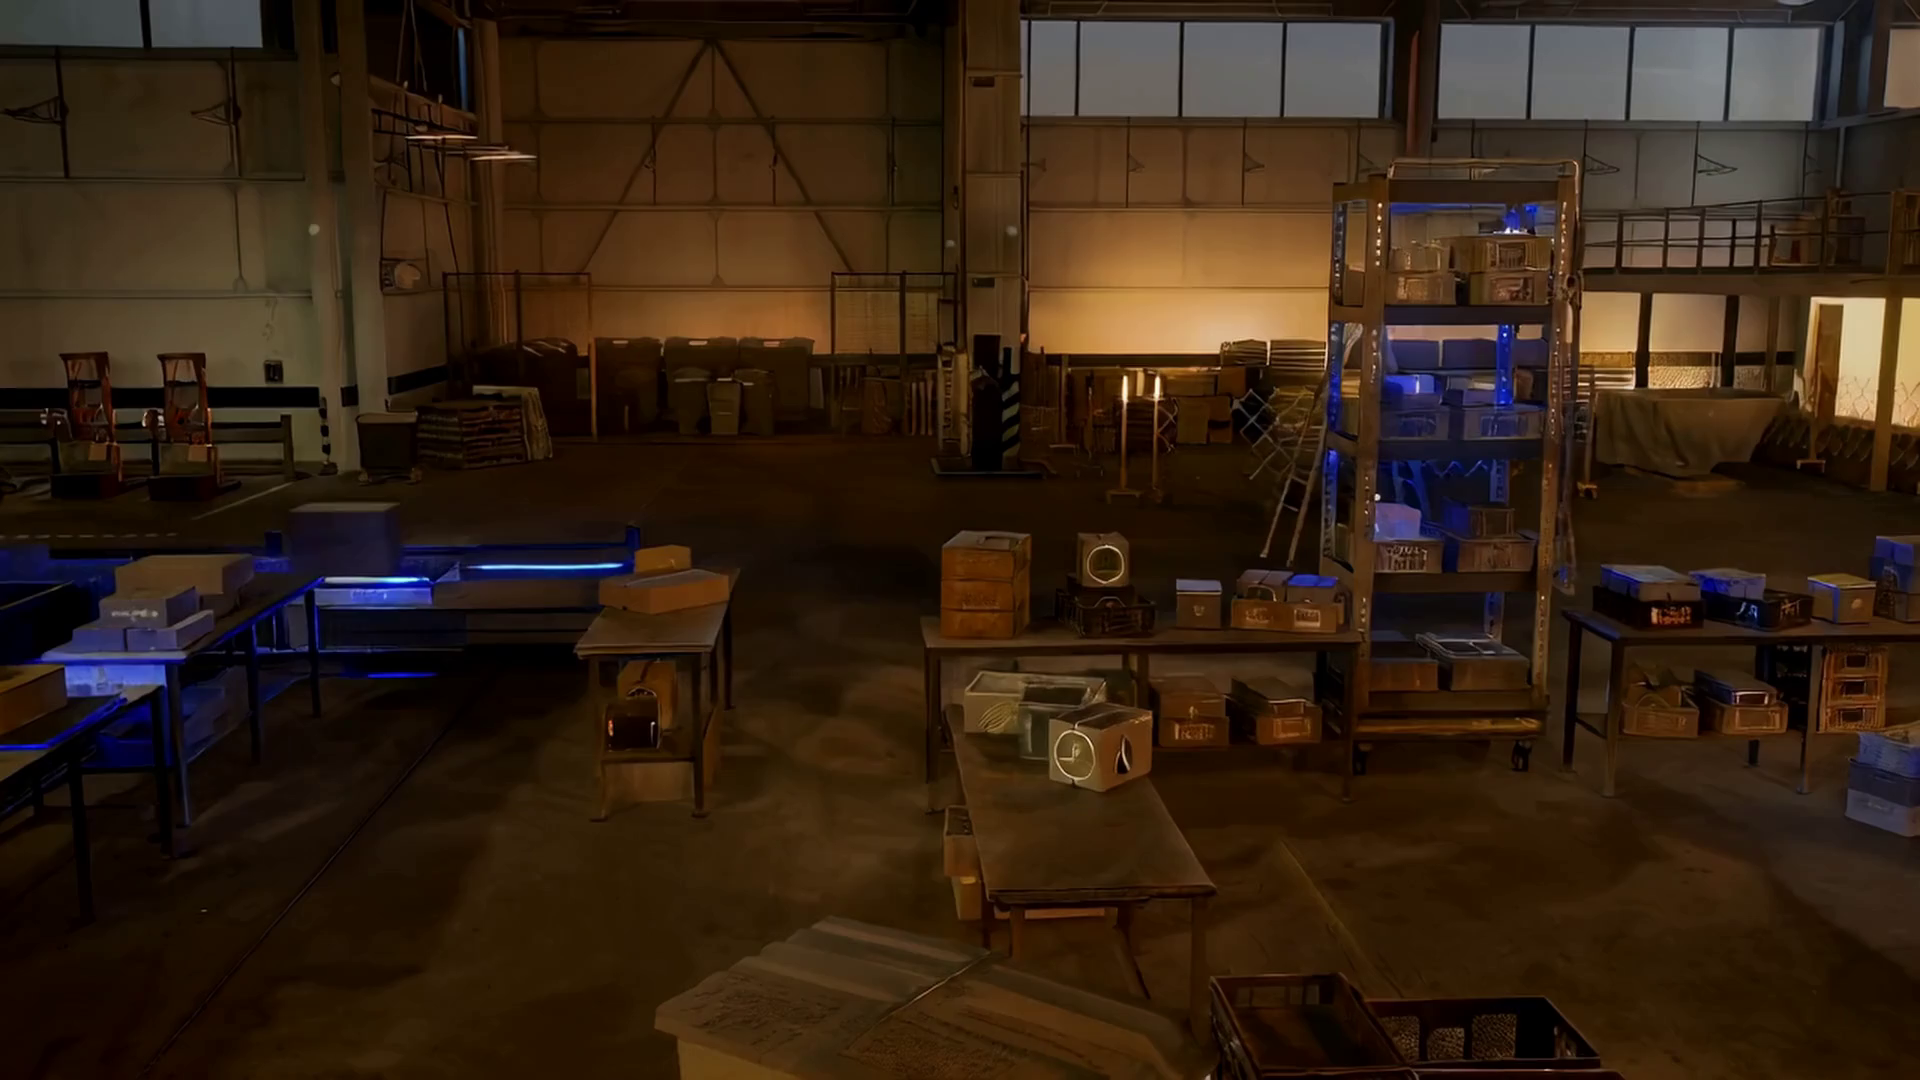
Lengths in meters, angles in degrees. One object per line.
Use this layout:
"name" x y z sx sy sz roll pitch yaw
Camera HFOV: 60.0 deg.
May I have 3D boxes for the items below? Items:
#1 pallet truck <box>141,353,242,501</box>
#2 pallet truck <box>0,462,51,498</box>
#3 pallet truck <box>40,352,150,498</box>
"pallet truck" -10.520 -1.604 22.925 0.823 1.965 1.885 -1 9 -6
"pallet truck" -13.193 -1.293 23.148 0.653 1.274 1.630 -1 9 -4
"pallet truck" -11.907 -1.642 23.165 0.823 1.965 1.885 0 9 0
